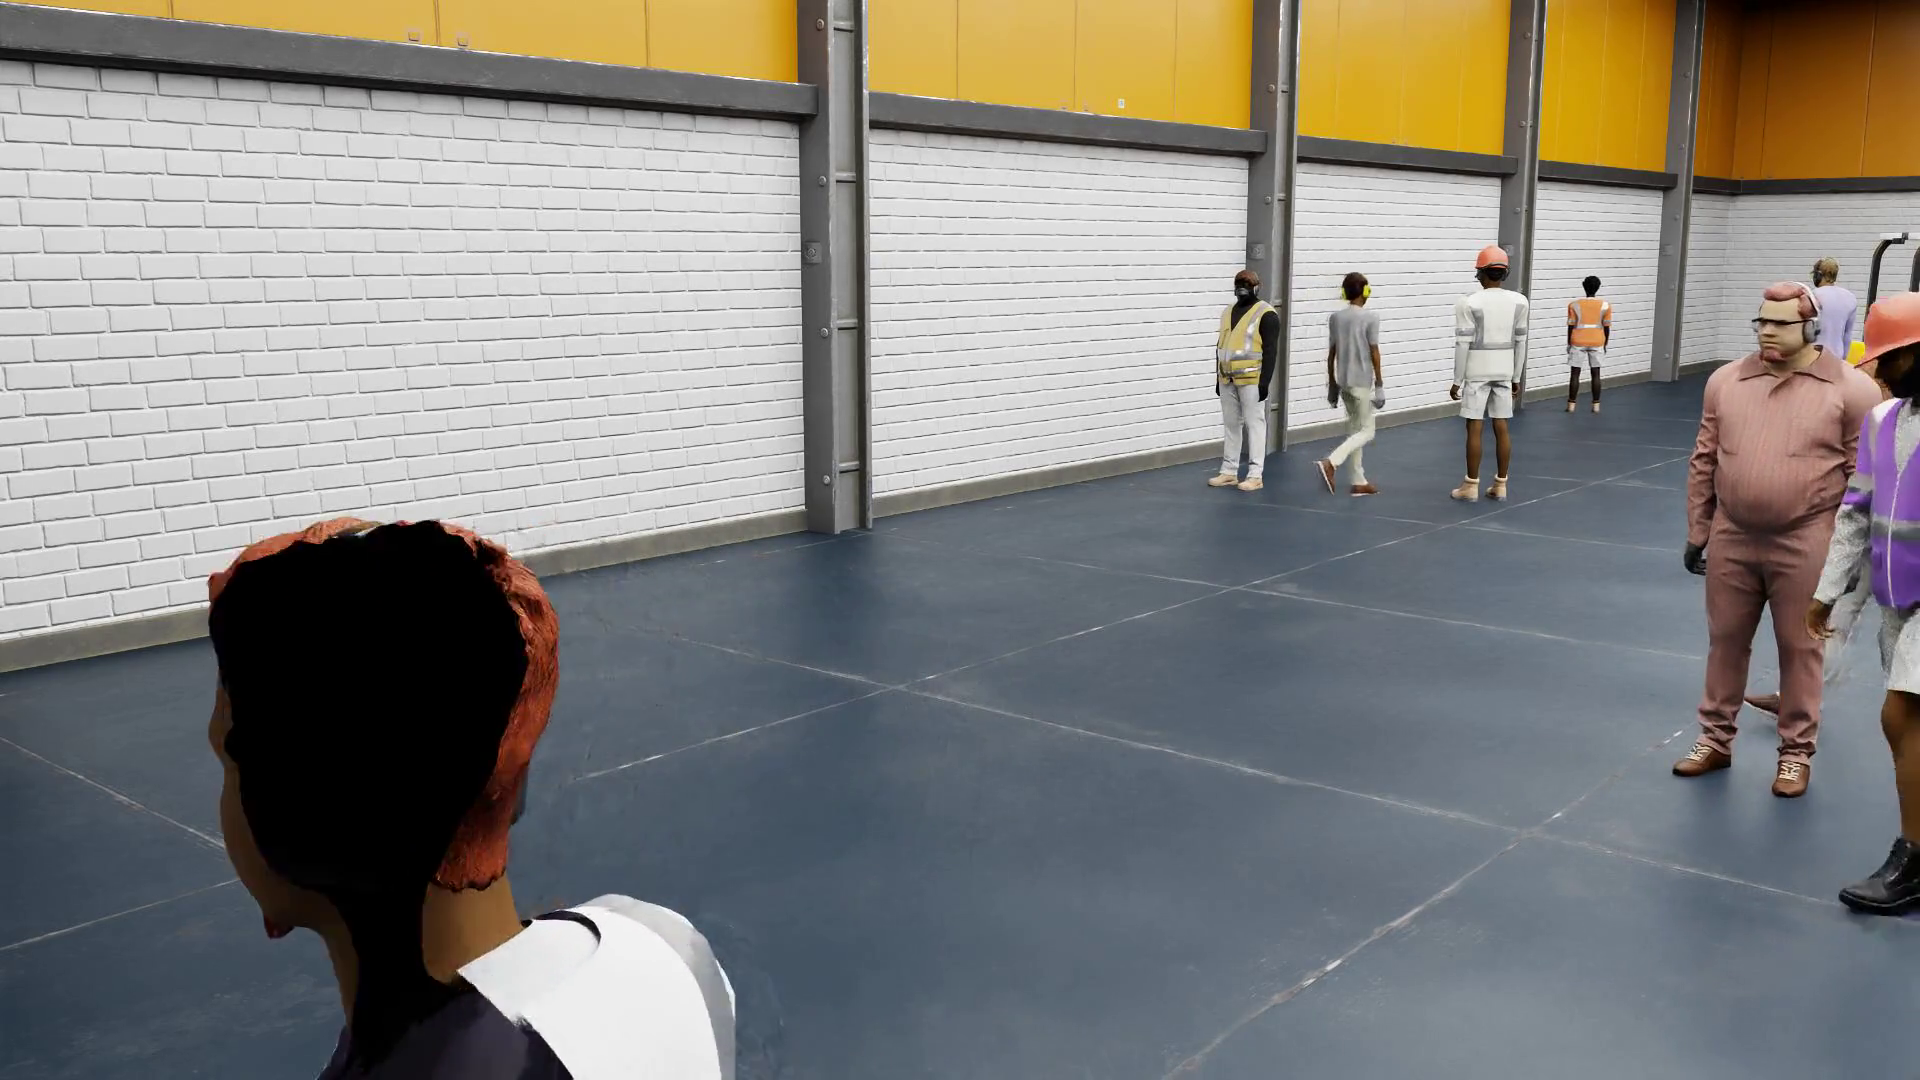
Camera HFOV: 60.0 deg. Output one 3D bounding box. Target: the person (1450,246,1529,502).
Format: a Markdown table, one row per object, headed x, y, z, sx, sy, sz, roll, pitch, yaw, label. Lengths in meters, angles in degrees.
| x | y | z | sx | sy | sz | roll | pitch | yaw | label |
| --- | --- | --- | --- | --- | --- | --- | --- | --- | --- |
| 4.211 | -1.320 | 13.313 | 0.607 | 2.044 | 0.374 | -2 | 10 | -11 | person |

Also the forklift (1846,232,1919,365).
| x | y | z | sx | sy | sz | roll | pitch | yaw | label |
| --- | --- | --- | --- | --- | --- | --- | --- | --- | --- |
| 9.955 | -1.972 | 16.595 | 2.313 | 2.155 | 1.214 | 1 | 10 | 8 | forklift |

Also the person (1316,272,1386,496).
| x | y | z | sx | sy | sz | roll | pitch | yaw | label |
| --- | --- | --- | --- | --- | --- | --- | --- | --- | --- |
| 3.173 | -1.250 | 13.490 | 0.666 | 1.841 | 0.541 | -6 | 12 | -32 | person |

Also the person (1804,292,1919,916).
| x | y | z | sx | sy | sz | roll | pitch | yaw | label |
| --- | --- | --- | --- | --- | --- | --- | --- | --- | --- |
| 2.922 | 0.190 | 5.168 | 0.717 | 1.885 | 0.578 | -2 | 10 | -11 | person |

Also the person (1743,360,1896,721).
| x | y | z | sx | sy | sz | roll | pitch | yaw | label |
| --- | --- | --- | --- | --- | --- | --- | --- | --- | --- |
| 3.746 | 0.045 | 6.825 | 0.867 | 1.575 | 0.522 | 2 | 10 | 11 | person |

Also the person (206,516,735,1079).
| x | y | z | sx | sy | sz | roll | pitch | yaw | label |
| --- | --- | --- | --- | --- | --- | --- | --- | --- | --- |
| -0.432 | 0.899 | 1.206 | 0.792 | 1.854 | 0.603 | 3 | 11 | 18 | person |

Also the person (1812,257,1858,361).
| x | y | z | sx | sy | sz | roll | pitch | yaw | label |
| --- | --- | --- | --- | --- | --- | --- | --- | --- | --- |
| 8.063 | -1.672 | 15.615 | 0.632 | 1.940 | 0.372 | -3 | 10 | -15 | person |

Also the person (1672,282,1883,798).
| x | y | z | sx | sy | sz | roll | pitch | yaw | label |
| --- | --- | --- | --- | --- | --- | --- | --- | --- | --- |
| 3.021 | -0.001 | 6.199 | 0.651 | 1.904 | 0.401 | 10 | 14 | 44 | person |

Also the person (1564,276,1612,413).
| x | y | z | sx | sy | sz | roll | pitch | yaw | label |
| --- | --- | --- | --- | --- | --- | --- | --- | --- | --- |
| 7.750 | -2.408 | 20.533 | 0.532 | 1.691 | 0.320 | 2 | 10 | 12 | person |

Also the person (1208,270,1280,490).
| x | y | z | sx | sy | sz | roll | pitch | yaw | label |
| --- | --- | --- | --- | --- | --- | --- | --- | --- | --- |
| 2.381 | -1.345 | 14.025 | 0.429 | 1.846 | 0.625 | -8 | 12 | -37 | person |
